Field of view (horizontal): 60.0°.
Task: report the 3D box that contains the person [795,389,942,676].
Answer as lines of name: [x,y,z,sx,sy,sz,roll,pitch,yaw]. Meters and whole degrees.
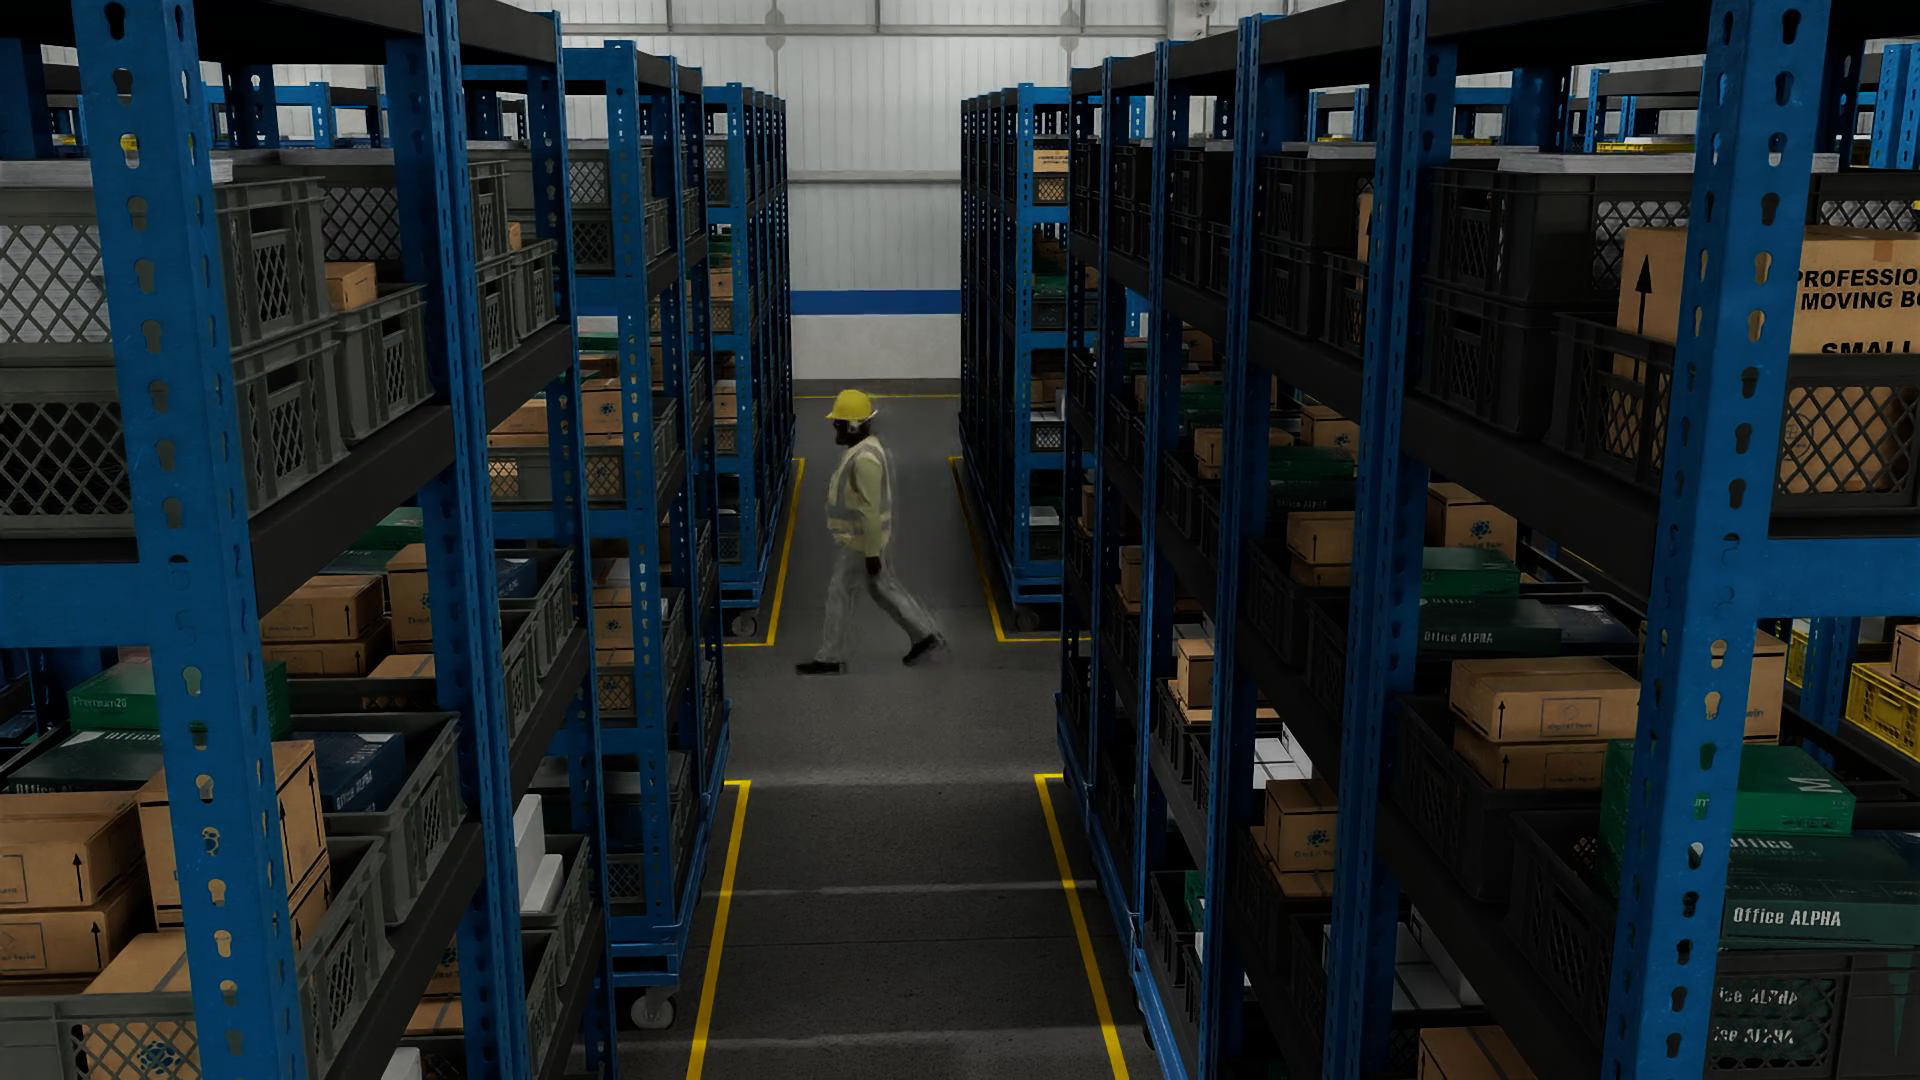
person: [-0.550,-0.045,10.238,0.891,1.800,0.606,-1,14,-4]
